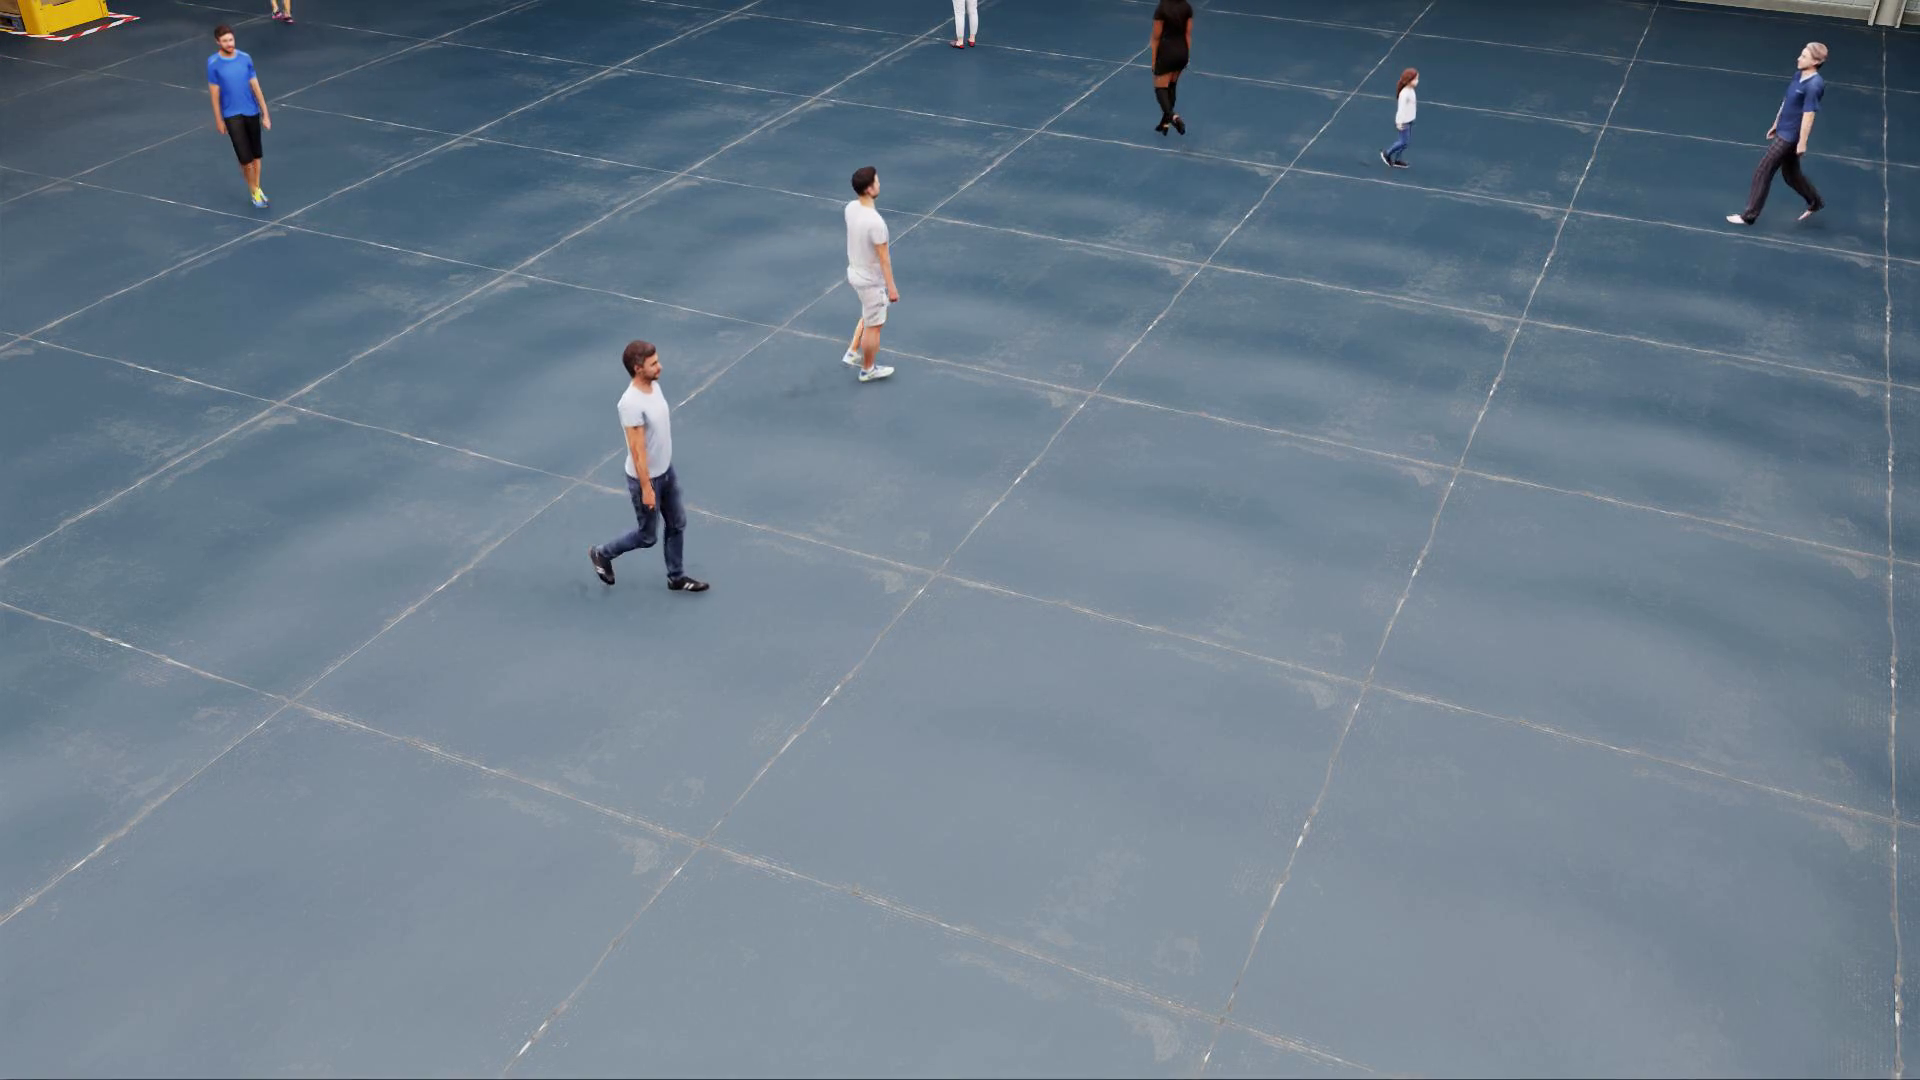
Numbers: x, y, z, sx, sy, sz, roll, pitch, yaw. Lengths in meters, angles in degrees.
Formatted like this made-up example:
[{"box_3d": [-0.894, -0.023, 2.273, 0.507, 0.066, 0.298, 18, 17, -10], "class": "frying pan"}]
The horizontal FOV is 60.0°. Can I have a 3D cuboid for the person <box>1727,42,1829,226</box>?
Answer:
[{"box_3d": [8.330, -3.985, 16.488, 1.230, 1.833, 0.849, 6, 33, 10], "class": "person"}]

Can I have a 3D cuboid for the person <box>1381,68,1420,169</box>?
[{"box_3d": [4.808, -4.610, 18.164, 0.537, 1.103, 0.460, 17, 36, 24], "class": "person"}]

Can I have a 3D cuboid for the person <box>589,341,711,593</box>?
[{"box_3d": [-2.104, -0.424, 10.831, 1.060, 1.846, 0.761, 7, 33, 11], "class": "person"}]

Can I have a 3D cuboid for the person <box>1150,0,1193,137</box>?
[{"box_3d": [2.401, -5.364, 18.681, 1.028, 1.825, 1.093, -9, 33, -15], "class": "person"}]

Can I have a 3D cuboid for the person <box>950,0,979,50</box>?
[{"box_3d": [0.059, -7.339, 22.020, 0.688, 1.604, 0.716, -18, 36, -26], "class": "person"}]

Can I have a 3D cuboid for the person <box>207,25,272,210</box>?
[{"box_3d": [-7.416, -4.373, 17.086, 0.799, 1.851, 0.890, -25, 40, -34], "class": "person"}]

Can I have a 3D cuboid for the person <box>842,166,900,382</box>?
[{"box_3d": [-0.824, -2.117, 13.518, 0.896, 1.844, 0.822, -16, 36, -24], "class": "person"}]
